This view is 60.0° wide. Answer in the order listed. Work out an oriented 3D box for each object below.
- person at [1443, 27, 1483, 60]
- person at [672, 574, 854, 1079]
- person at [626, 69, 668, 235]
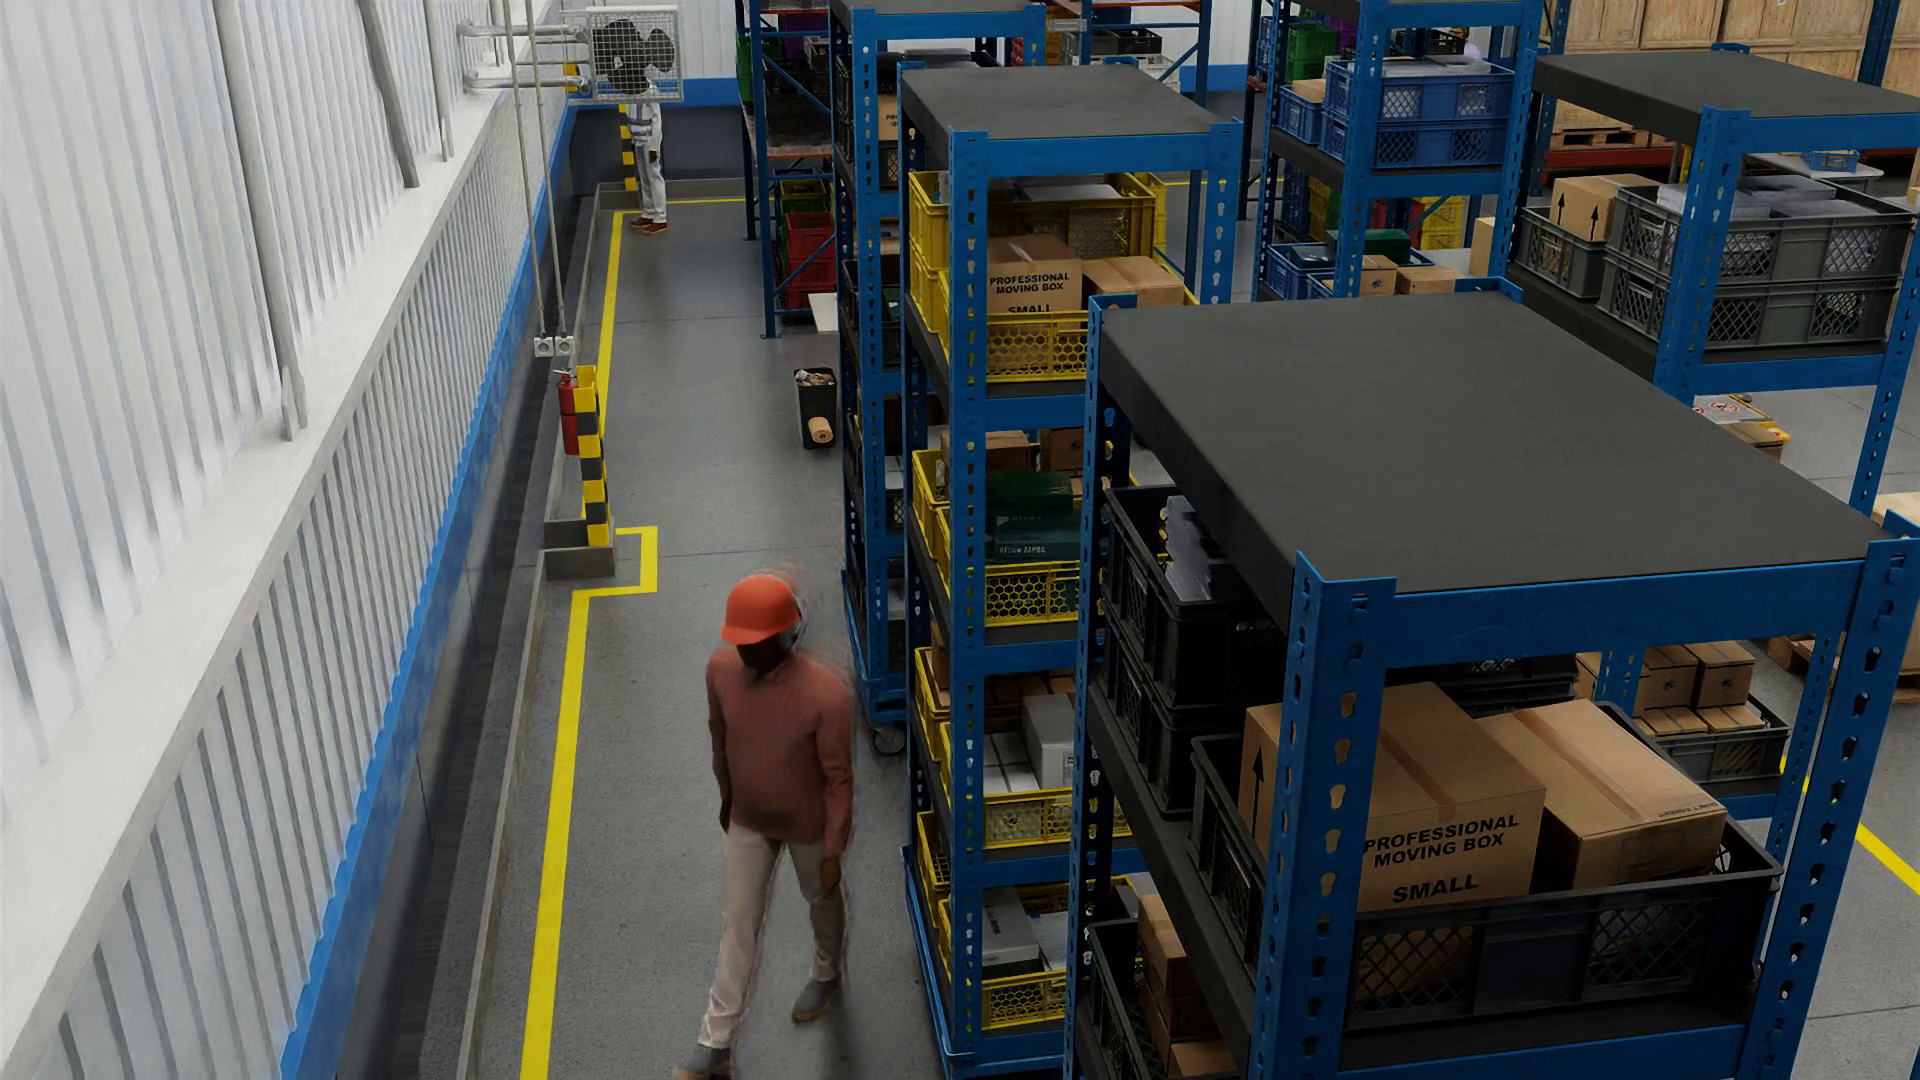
[{"bbox_3d":[5.727,-5.070,19.319,0.374,1.933,0.625,-14,28,-28],"label":"person"},{"bbox_3d":[-0.705,1.054,5.971,0.636,1.949,0.974,10,27,21],"label":"person"},{"bbox_3d":[-3.298,-4.158,17.386,0.349,1.886,0.573,-15,29,-29],"label":"person"}]
